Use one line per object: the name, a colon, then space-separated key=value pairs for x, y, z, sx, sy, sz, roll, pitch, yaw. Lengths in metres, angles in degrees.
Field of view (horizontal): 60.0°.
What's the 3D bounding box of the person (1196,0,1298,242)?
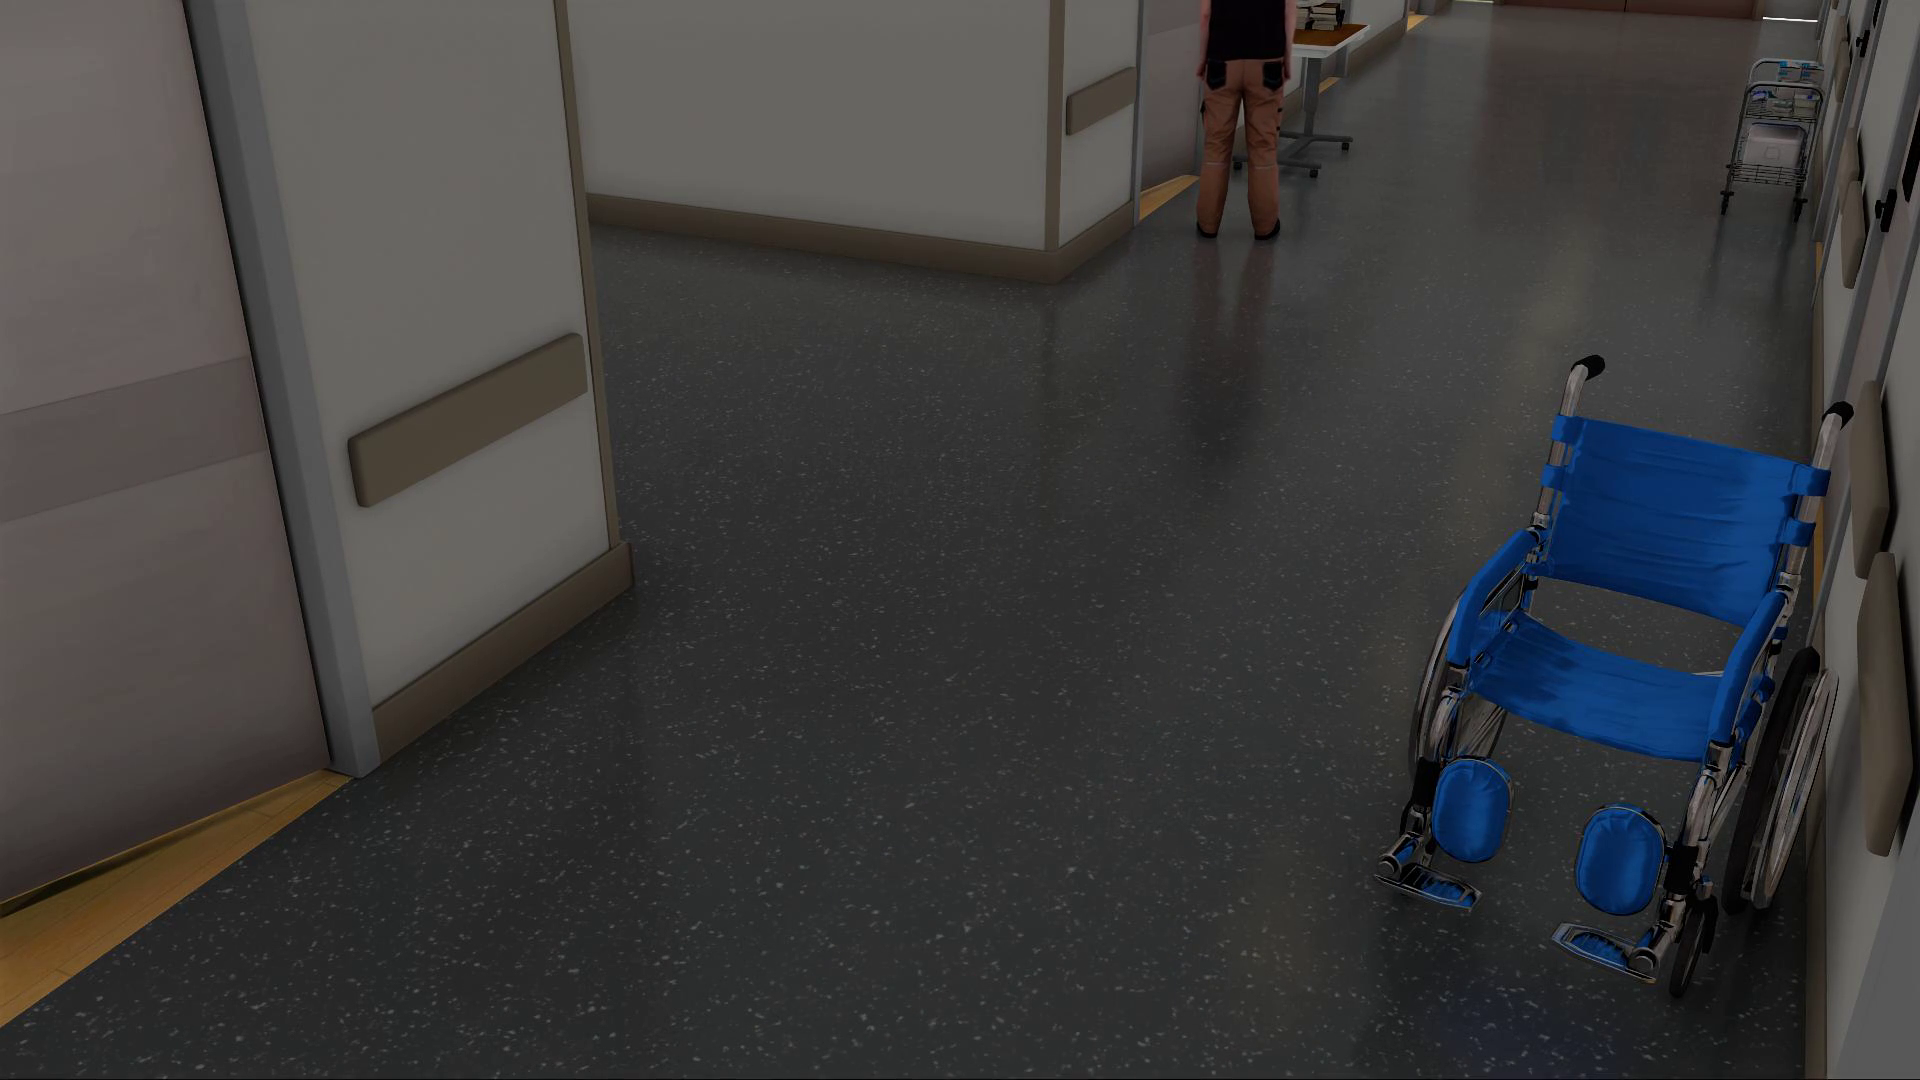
person: x=1.506 y=-2.531 z=8.830 sx=0.731 sy=1.841 sz=0.660 roll=6 pitch=26 yaw=12
